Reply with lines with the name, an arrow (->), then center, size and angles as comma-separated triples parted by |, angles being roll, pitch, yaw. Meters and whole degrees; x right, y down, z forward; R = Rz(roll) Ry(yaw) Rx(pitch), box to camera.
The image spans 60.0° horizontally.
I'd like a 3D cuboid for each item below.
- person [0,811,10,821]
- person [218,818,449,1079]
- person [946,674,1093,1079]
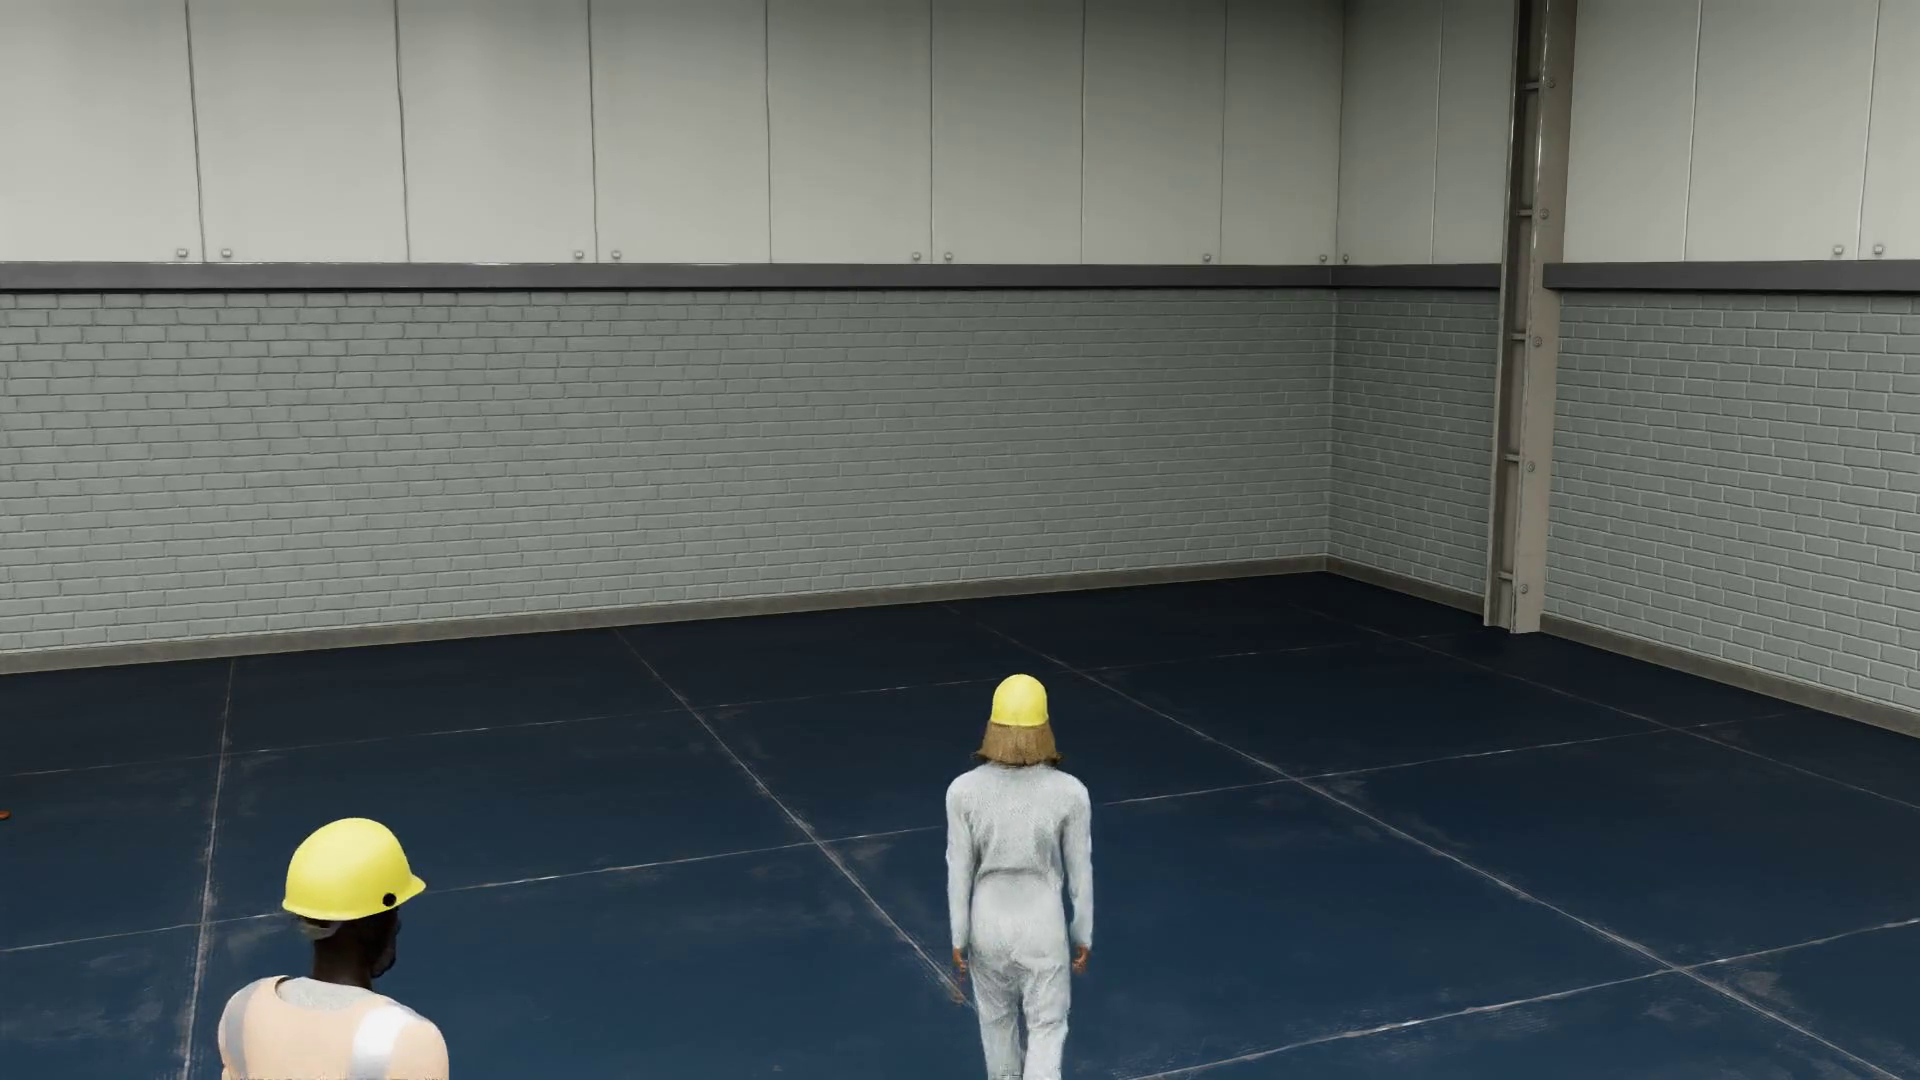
person -> -5.569, 0.620, 9.243 | 0.402, 1.906, 0.652 | -7, 12, -38
person -> -1.253, 1.524, 3.503 | 0.590, 1.927, 0.378 | 4, 10, 24
person -> 0.193, 1.305, 5.532 | 0.488, 1.719, 0.705 | 1, 9, 6
